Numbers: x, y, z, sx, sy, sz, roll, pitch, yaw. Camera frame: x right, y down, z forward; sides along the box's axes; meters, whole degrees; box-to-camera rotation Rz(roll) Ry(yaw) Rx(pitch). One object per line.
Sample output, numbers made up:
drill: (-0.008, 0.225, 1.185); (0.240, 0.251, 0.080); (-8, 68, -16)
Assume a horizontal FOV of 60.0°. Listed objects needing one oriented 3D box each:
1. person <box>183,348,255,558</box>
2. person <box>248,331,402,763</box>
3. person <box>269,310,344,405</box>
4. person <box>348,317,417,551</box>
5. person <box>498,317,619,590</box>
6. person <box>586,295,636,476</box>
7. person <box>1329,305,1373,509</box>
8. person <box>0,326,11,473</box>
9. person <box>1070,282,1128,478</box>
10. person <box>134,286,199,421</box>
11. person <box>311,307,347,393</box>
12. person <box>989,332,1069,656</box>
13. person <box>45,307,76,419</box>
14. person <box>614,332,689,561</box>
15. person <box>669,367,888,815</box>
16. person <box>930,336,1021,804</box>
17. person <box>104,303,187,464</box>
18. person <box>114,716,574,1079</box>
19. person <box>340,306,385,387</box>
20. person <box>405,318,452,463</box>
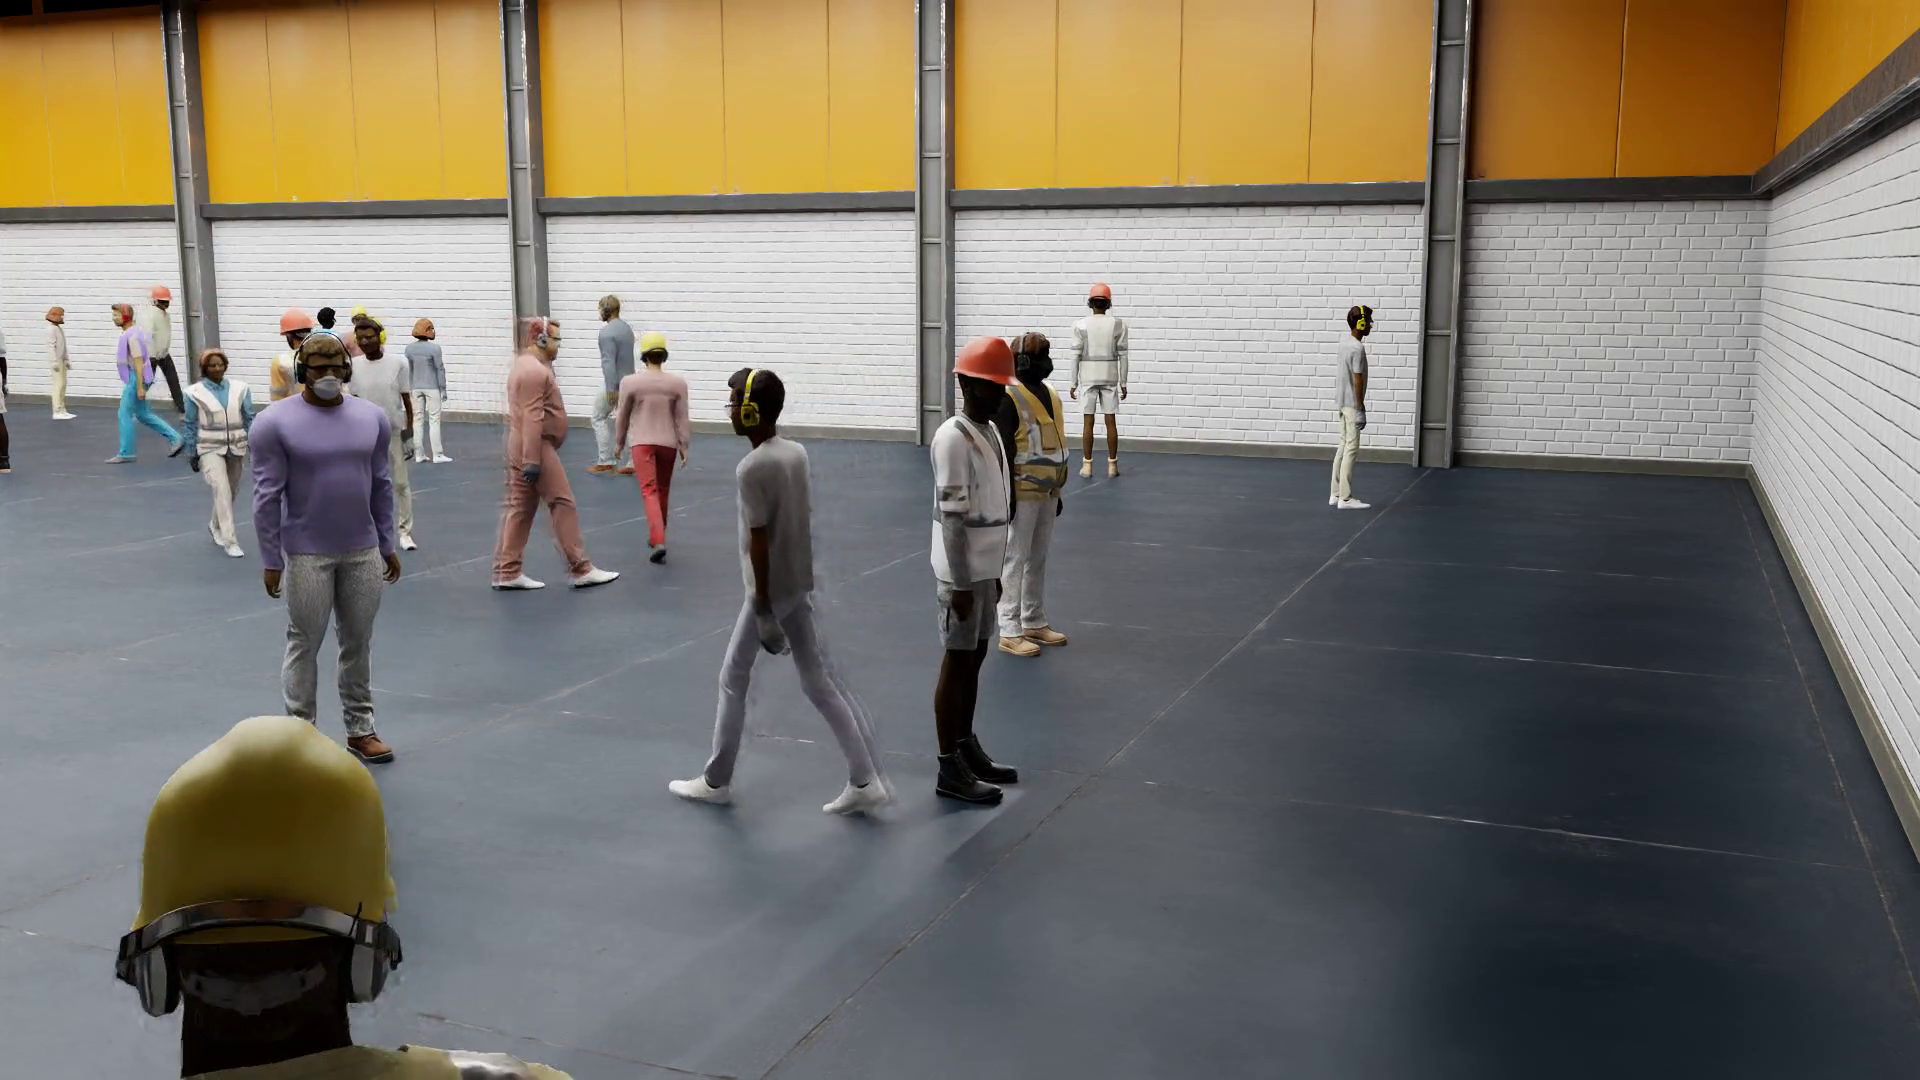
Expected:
person: (-5.753, -0.699, 12.914); (0.845, 1.600, 0.505); (9, 13, 43)
person: (-2.767, 0.057, 7.308); (0.353, 1.936, 0.635); (9, 13, 44)
person: (-5.187, -0.885, 13.228); (0.567, 1.872, 1.003); (-8, 12, -41)
person: (-4.446, -0.789, 12.786); (0.508, 1.827, 0.607); (-1, 9, -6)
person: (-2.778, -0.583, 11.399); (0.909, 1.863, 0.657); (-4, 10, -21)
person: (-3.687, -1.612, 17.494); (0.747, 1.910, 0.664); (3, 10, 16)
person: (3.600, -1.211, 15.243); (0.317, 1.858, 0.516); (-1, 9, -5)
person: (-10.422, -1.665, 17.661); (0.370, 1.963, 0.608); (6, 11, 34)
person: (1.457, -1.674, 17.479); (0.611, 2.042, 0.394); (0, 9, 1)
person: (-11.456, -2.647, 23.721); (1.053, 1.932, 0.663); (1, 9, 7)
person: (-7.961, -2.080, 20.983); (0.538, 1.695, 0.320); (3, 10, 16)
person: (0.409, -0.271, 9.580); (0.429, 1.847, 0.627); (6, 11, 32)
person: (-13.087, -2.568, 24.161); (0.292, 1.629, 0.510); (-2, 10, -12)
person: (-2.327, -0.723, 12.695); (0.536, 1.723, 0.915); (-4, 10, -24)
person: (-0.717, 0.220, 6.714); (0.962, 1.820, 0.519); (5, 11, 27)
person: (0.076, 0.117, 6.963); (0.376, 1.933, 0.544); (3, 10, 18)
person: (-9.250, -1.776, 18.808); (0.821, 1.815, 0.592); (-5, 11, -28)
person: (-0.594, 1.070, 1.536); (0.621, 1.811, 0.506); (-5, 10, -26)
person: (-7.455, -2.042, 20.712); (0.558, 1.716, 0.733); (-6, 11, -32)
person: (-6.006, -1.680, 18.755); (0.499, 1.633, 0.286); (3, 10, 18)
